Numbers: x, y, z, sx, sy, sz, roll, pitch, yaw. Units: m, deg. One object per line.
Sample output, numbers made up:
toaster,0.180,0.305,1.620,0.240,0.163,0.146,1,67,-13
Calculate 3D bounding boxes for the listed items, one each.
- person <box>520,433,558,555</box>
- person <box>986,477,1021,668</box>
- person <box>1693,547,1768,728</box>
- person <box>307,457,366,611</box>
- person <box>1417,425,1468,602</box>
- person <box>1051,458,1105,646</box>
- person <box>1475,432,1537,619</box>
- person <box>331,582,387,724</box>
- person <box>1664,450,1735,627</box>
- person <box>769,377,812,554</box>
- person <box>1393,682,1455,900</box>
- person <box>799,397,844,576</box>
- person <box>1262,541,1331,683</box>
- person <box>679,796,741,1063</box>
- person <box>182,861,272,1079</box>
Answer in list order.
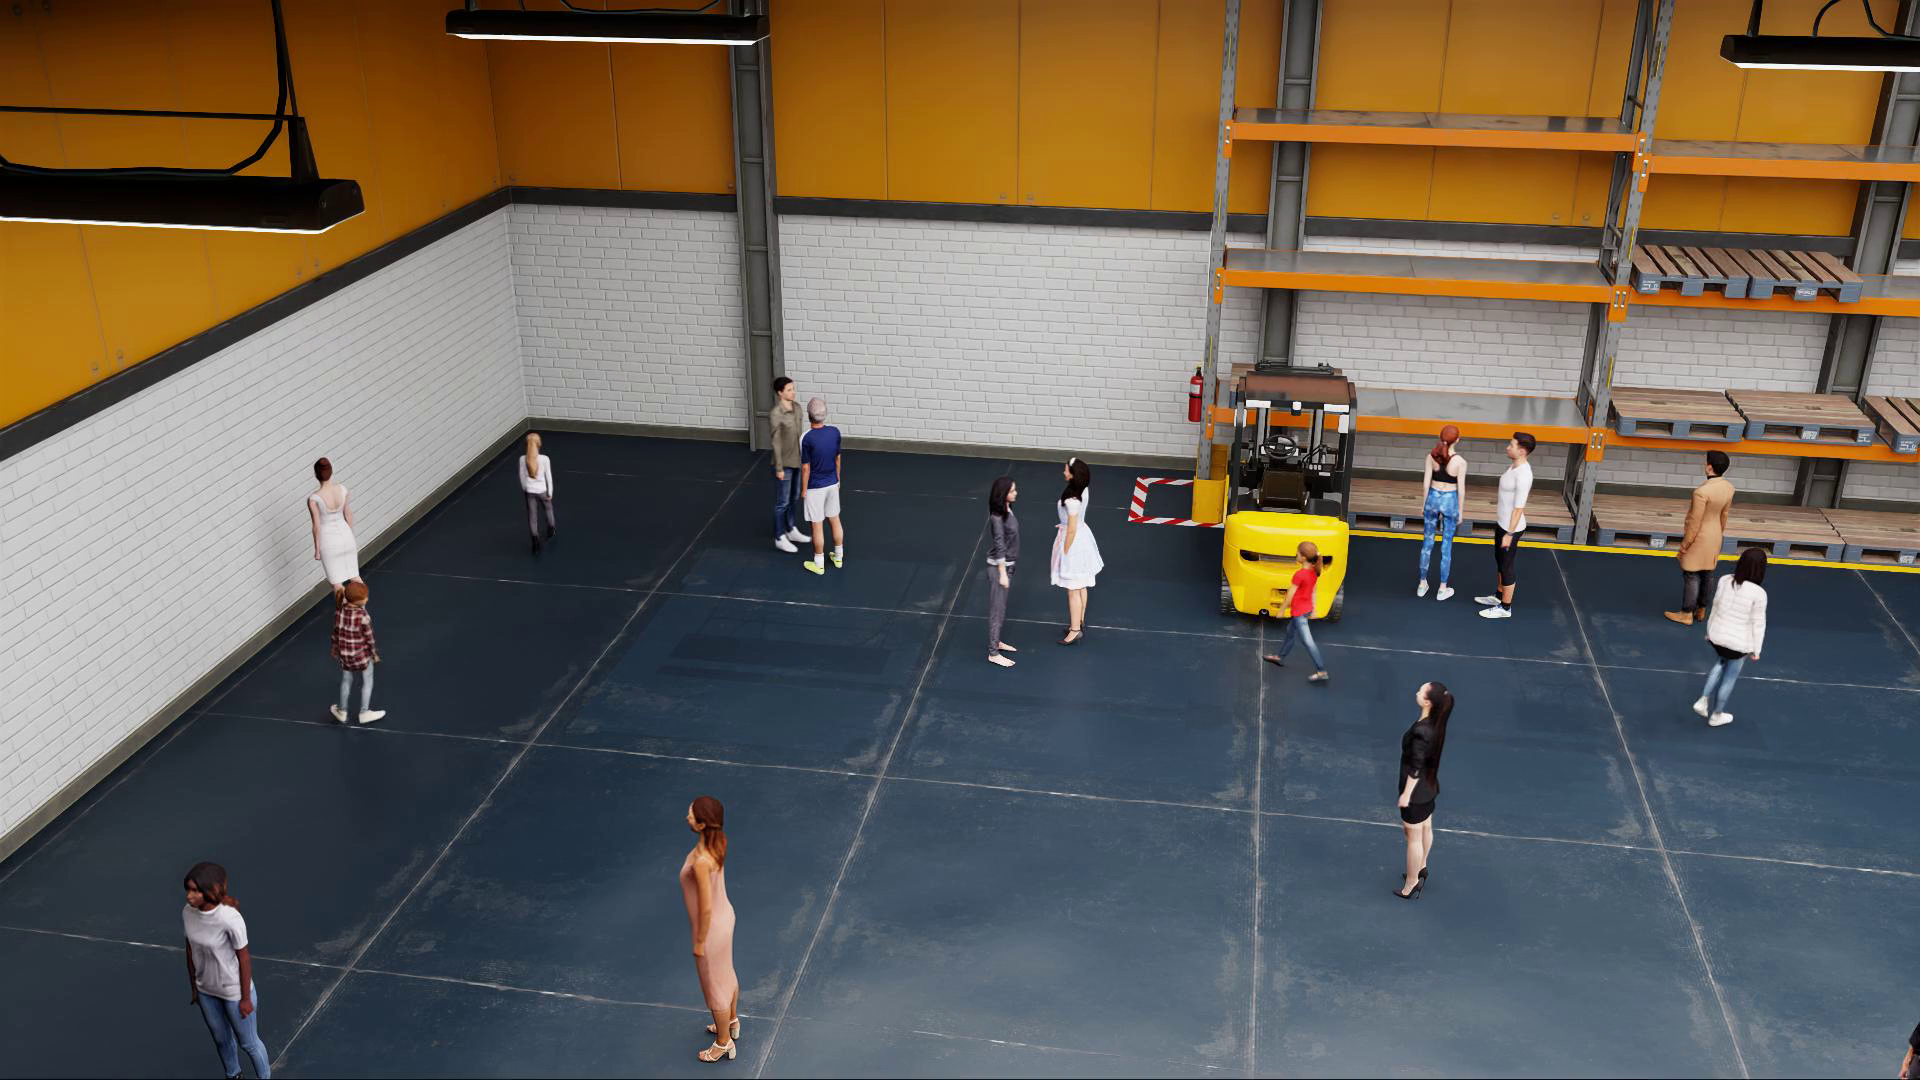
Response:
person,-4.412,-0.469,17.288,0.812,1.255,0.689,-2,24,-6
person,0.366,0.253,15.001,0.508,1.765,0.597,3,24,8
person,6.387,0.828,13.853,0.836,1.630,0.781,-14,27,-28
person,-5.771,0.063,15.401,0.658,1.792,0.642,20,30,37
person,4.687,-0.277,16.188,0.628,1.784,0.719,14,27,29
person,1.050,0.104,15.273,0.757,1.819,0.734,8,25,17
person,5.237,-0.155,15.826,0.540,1.851,0.657,4,24,9
person,-5.134,0.956,13.996,0.500,1.282,0.765,3,24,7
person,7.018,-0.029,15.694,0.752,1.727,0.829,-12,26,-26
person,-1.807,-0.813,17.315,0.673,1.864,0.762,11,26,23
person,3.239,1.743,11.676,0.668,1.697,0.671,15,28,31
person,-1.395,-0.556,16.760,0.717,1.838,0.765,-18,29,-35
person,3.075,0.660,14.670,0.964,1.283,0.741,18,29,35
person,-1.500,2.352,10.114,0.514,1.832,0.600,2,24,6
person,-4.265,2.613,9.659,0.515,1.719,0.676,8,25,18
